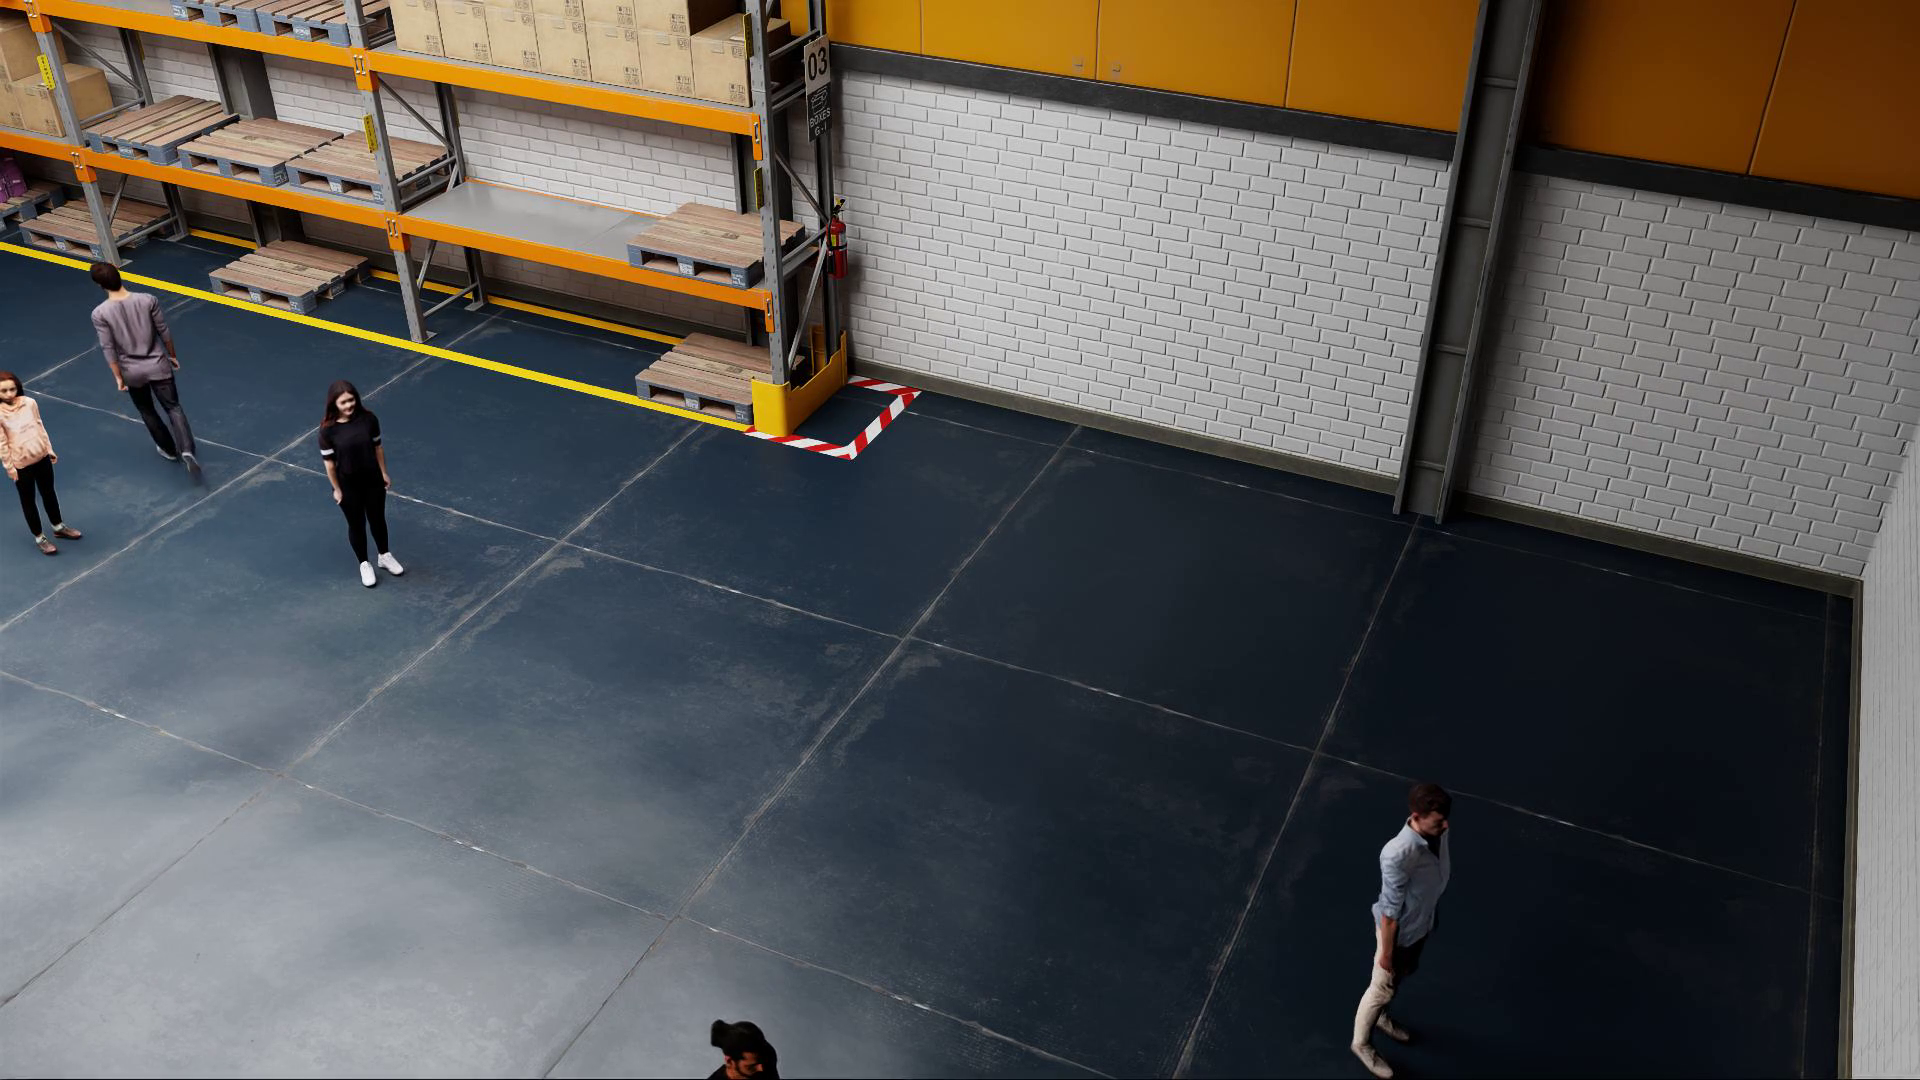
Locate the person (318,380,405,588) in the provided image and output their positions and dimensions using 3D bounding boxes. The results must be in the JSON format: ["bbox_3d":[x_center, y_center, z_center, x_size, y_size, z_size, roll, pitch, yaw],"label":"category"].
[{"bbox_3d":[-4.402,-0.441,12.186,0.696,1.641,0.715,-25,41,-32],"label":"person"}]

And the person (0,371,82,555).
[{"bbox_3d":[-7.054,-0.613,12.587,0.505,1.483,0.561,15,36,21],"label":"person"}]

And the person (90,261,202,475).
[{"bbox_3d":[-6.545,-1.346,13.388,1.002,1.817,1.168,-21,39,-28],"label":"person"}]

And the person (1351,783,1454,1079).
[{"bbox_3d":[2.245,1.919,8.447,0.675,1.848,0.722,27,42,34],"label":"person"}]

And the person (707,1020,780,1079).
[{"bbox_3d":[-0.931,2.733,7.307,0.554,1.756,0.629,17,37,23],"label":"person"}]
